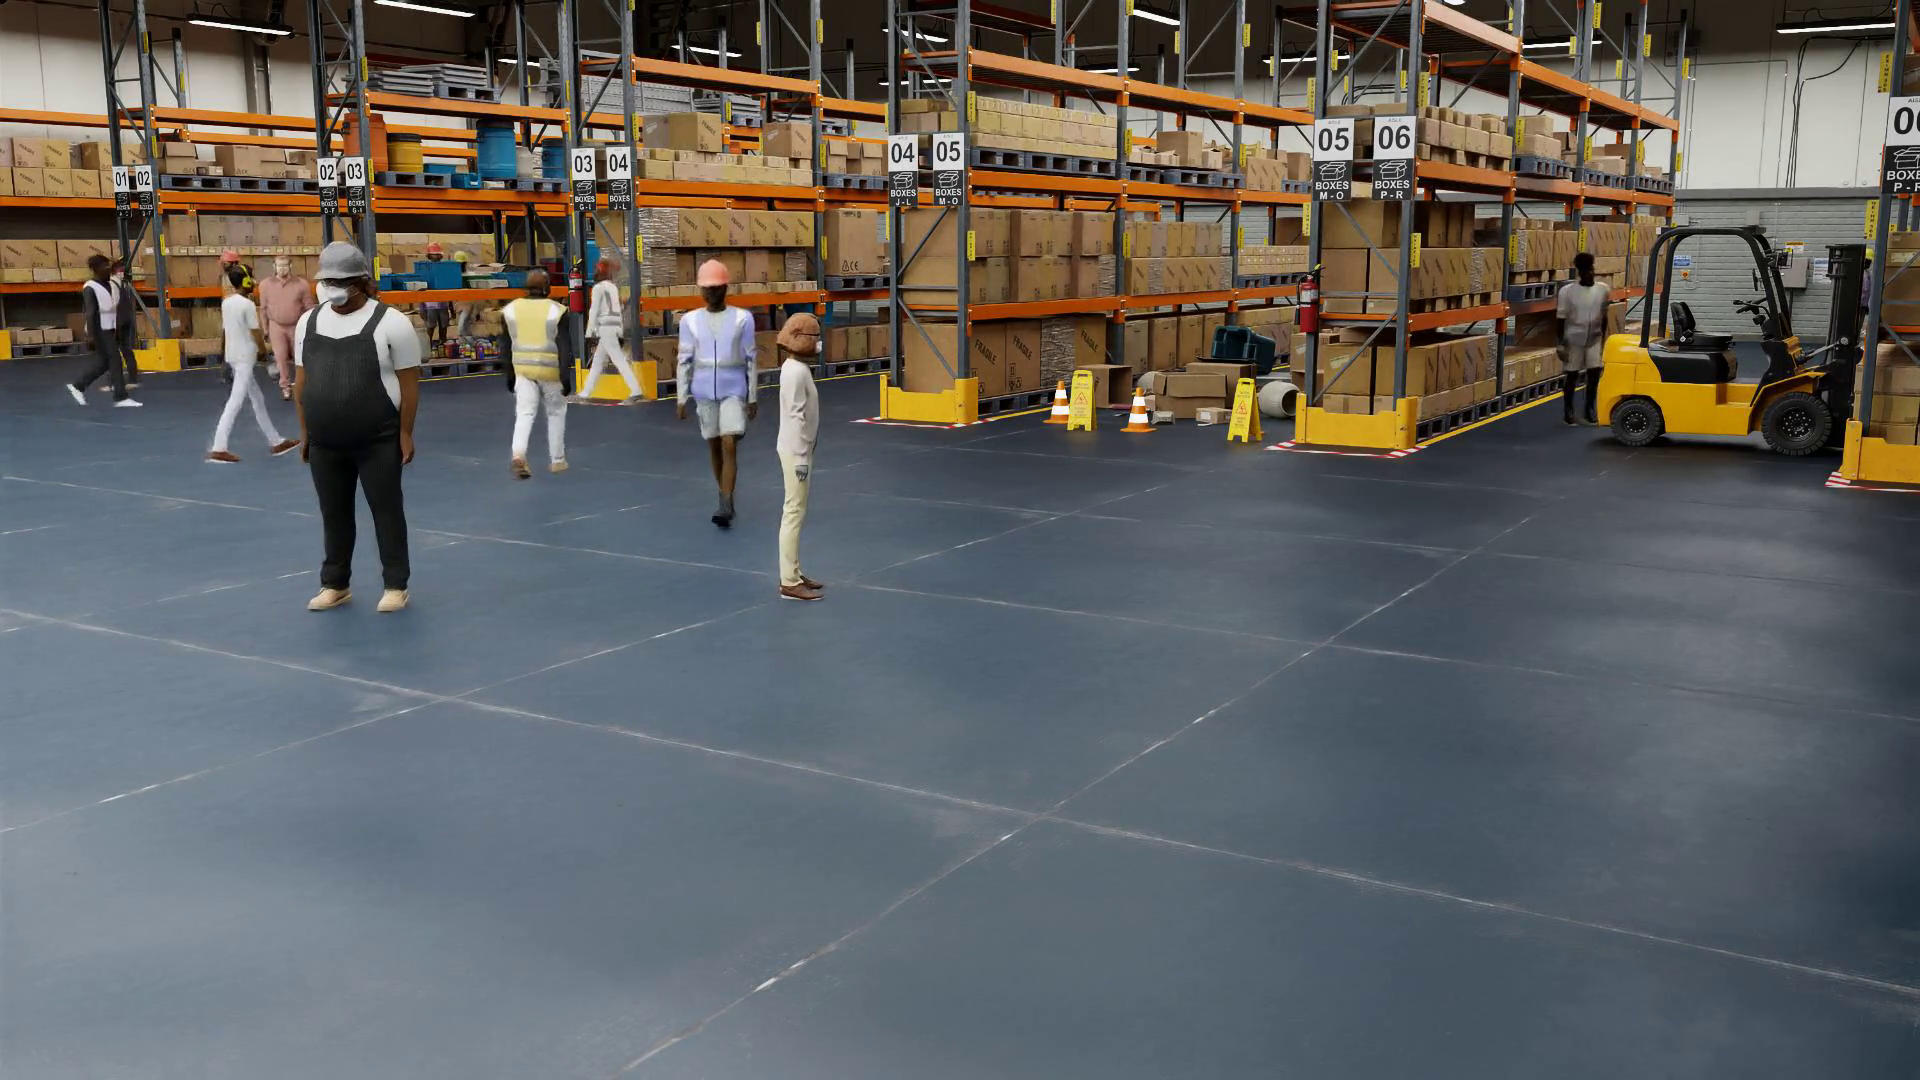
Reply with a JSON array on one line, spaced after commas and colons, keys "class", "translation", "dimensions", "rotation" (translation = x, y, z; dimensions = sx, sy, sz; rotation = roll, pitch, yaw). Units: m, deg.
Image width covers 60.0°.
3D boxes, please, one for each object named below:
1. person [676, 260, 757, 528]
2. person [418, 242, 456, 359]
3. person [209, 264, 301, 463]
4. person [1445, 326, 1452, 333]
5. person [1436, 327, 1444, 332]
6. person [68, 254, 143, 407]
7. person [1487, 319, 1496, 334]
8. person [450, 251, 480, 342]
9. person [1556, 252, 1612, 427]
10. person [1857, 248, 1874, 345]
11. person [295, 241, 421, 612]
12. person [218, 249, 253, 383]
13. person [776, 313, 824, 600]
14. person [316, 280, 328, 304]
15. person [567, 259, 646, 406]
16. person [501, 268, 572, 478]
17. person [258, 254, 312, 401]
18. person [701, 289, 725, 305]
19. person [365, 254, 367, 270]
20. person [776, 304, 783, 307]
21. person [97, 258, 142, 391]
[{"class": "person", "translation": [-1.753, -1.033, 11.883], "dimensions": [0.565, 1.887, 0.969], "rotation": [0, 10, 2]}, {"class": "person", "translation": [-8.394, -3.755, 26.715], "dimensions": [0.391, 2.040, 0.615], "rotation": [9, 14, 43]}, {"class": "person", "translation": [-6.624, -1.644, 15.499], "dimensions": [0.497, 1.824, 0.989], "rotation": [9, 14, 41]}, {"class": "person", "translation": [9.780, -4.896, 33.750], "dimensions": [0.517, 1.815, 0.946], "rotation": [7, 12, 34]}, {"class": "person", "translation": [9.752, -4.932, 33.980], "dimensions": [0.626, 1.807, 0.813], "rotation": [-5, 11, -25]}, {"class": "person", "translation": [-10.642, -2.579, 20.561], "dimensions": [0.839, 1.889, 0.598], "rotation": [-1, 10, -5]}, {"class": "person", "translation": [10.902, -4.978, 33.854], "dimensions": [0.354, 1.937, 0.635], "rotation": [-3, 11, -16]}, {"class": "person", "translation": [-8.296, -3.916, 28.024], "dimensions": [0.596, 1.904, 0.829], "rotation": [8, 13, 39]}, {"class": "person", "translation": [6.820, -2.189, 18.270], "dimensions": [0.618, 1.919, 0.658], "rotation": [0, 10, 1]}, {"class": "person", "translation": [15.908, -4.178, 29.404], "dimensions": [0.588, 1.930, 0.359], "rotation": [-8, 13, -38]}, {"class": "person", "translation": [-3.327, -0.609, 9.101], "dimensions": [0.688, 2.000, 0.536], "rotation": [1, 10, 5]}, {"class": "person", "translation": [-10.479, -3.220, 24.019], "dimensions": [0.551, 1.935, 0.370], "rotation": [6, 12, 30]}, {"class": "person", "translation": [-0.912, -0.481, 9.526], "dimensions": [0.273, 1.631, 0.507], "rotation": [-1, 10, -5]}, {"class": "person", "translation": [-6.943, -2.257, 18.616], "dimensions": [0.379, 1.940, 0.629], "rotation": [3, 11, 19]}, {"class": "person", "translation": [-4.417, -2.575, 20.738], "dimensions": [1.032, 1.828, 0.687], "rotation": [2, 10, 9]}, {"class": "person", "translation": [-3.677, -1.448, 14.451], "dimensions": [0.630, 1.811, 0.875], "rotation": [1, 10, 5]}, {"class": "person", "translation": [-8.749, -2.771, 21.636], "dimensions": [0.645, 1.891, 0.662], "rotation": [-4, 11, -20]}, {"class": "person", "translation": [-2.598, -1.903, 17.318], "dimensions": [0.436, 1.682, 0.552], "rotation": [2, 10, 14]}, {"class": "person", "translation": [-9.816, -3.821, 27.608], "dimensions": [0.583, 1.868, 0.615], "rotation": [6, 12, 29]}, {"class": "person", "translation": [-3.828, -5.314, 35.479], "dimensions": [0.605, 2.033, 0.392], "rotation": [0, 10, 2]}, {"class": "person", "translation": [-11.614, -2.944, 22.869], "dimensions": [0.575, 1.840, 0.534], "rotation": [0, 10, 2]}]
